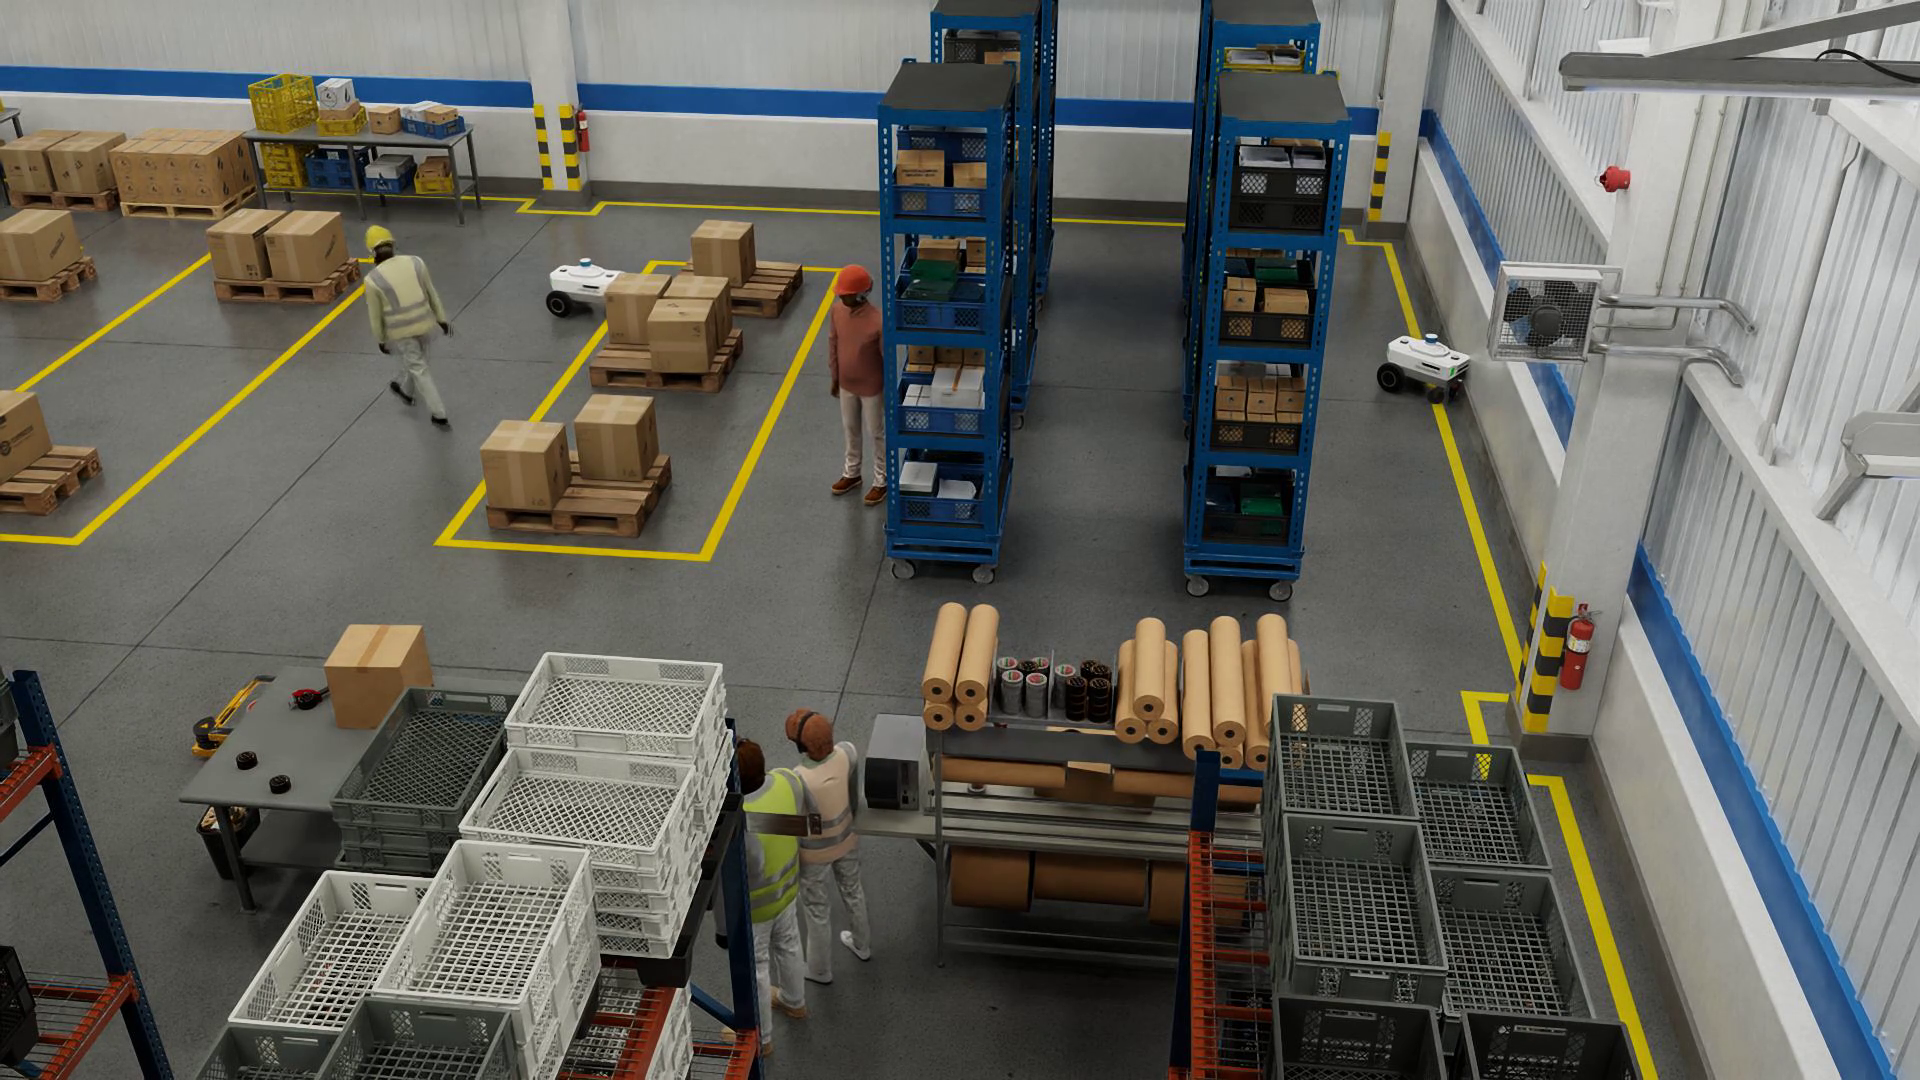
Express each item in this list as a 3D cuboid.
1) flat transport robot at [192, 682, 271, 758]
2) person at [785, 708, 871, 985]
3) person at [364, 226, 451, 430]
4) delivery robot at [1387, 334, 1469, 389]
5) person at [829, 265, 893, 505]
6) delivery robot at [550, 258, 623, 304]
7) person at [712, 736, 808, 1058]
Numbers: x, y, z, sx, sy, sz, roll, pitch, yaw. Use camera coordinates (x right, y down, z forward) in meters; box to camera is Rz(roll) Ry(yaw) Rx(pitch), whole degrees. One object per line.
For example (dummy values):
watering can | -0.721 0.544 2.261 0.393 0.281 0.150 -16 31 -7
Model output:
flat transport robot | -4.089 1.163 10.648 1.431 0.197 0.652 3 30 6
person | -0.715 1.579 8.600 0.528 1.628 0.322 -26 39 -37
person | -4.796 -1.861 14.377 0.957 1.750 0.649 21 36 31
delivery robot | 4.243 -1.628 15.073 0.707 0.478 0.477 26 39 37
person | -0.781 -1.222 13.048 0.614 1.988 0.395 20 36 30
delivery robot | -3.739 -2.587 16.719 0.707 0.478 0.477 9 31 14
person | -1.004 1.729 8.140 0.430 1.837 0.629 17 34 26
